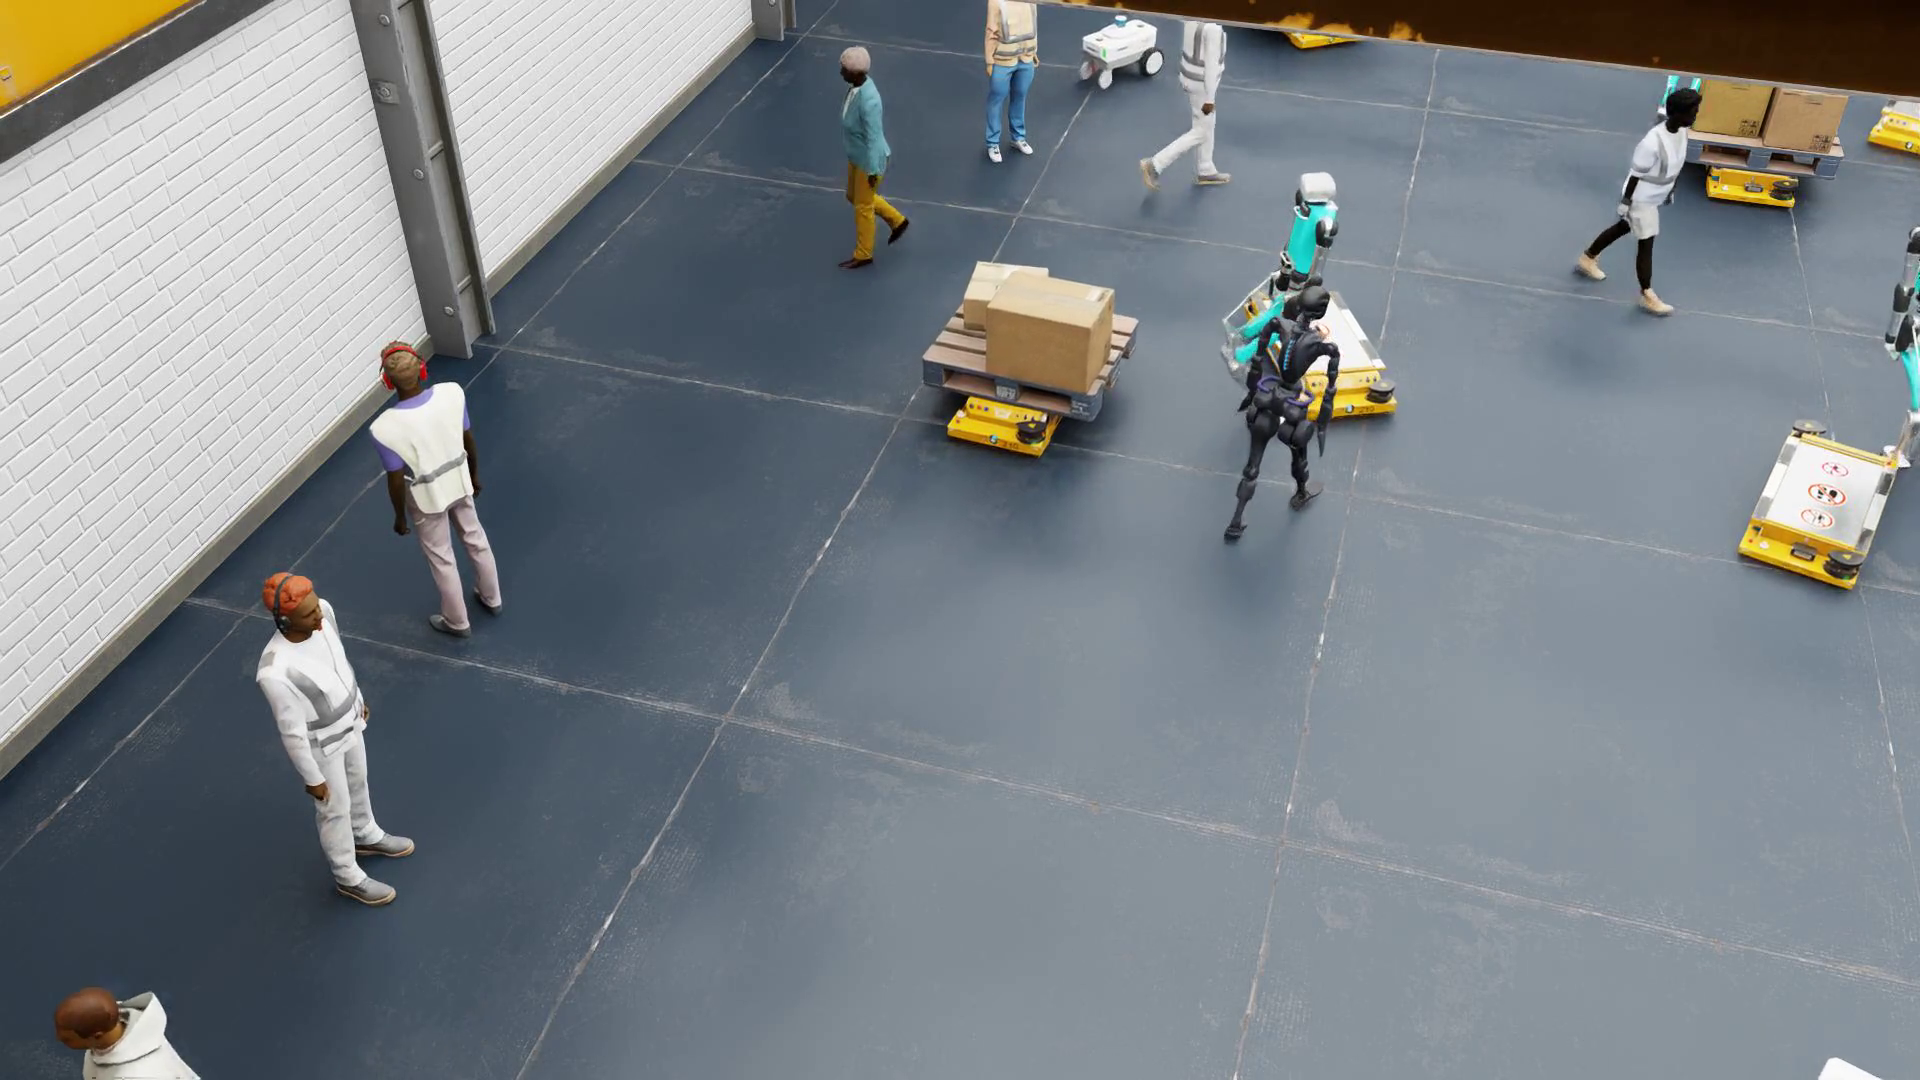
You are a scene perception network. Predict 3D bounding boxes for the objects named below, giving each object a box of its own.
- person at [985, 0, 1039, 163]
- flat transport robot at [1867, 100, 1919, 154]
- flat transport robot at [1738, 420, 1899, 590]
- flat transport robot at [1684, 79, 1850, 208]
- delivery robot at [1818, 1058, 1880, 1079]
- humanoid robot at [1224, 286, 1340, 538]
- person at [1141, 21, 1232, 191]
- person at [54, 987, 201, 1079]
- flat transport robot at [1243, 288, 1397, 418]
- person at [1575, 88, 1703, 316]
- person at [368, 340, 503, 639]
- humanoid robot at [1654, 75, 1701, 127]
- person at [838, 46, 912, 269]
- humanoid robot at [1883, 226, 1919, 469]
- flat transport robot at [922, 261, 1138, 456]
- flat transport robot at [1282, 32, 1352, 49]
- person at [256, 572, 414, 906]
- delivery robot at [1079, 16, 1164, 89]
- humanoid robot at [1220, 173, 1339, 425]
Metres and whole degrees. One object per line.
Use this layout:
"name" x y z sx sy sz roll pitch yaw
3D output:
"person" 0.423 -4.017 13.834 0.496 1.725 0.369 -19 43 -22
"flat transport robot" 8.553 -3.765 14.687 0.659 0.231 1.431 24 45 27
"flat transport robot" 5.344 -0.241 10.304 0.659 0.231 1.431 22 44 25
"flat transport robot" 6.638 -3.228 14.019 0.659 0.231 1.431 11 40 13
"delivery robot" 3.800 2.451 6.719 0.783 0.584 0.499 25 45 28
"humanoid robot" 1.926 -0.782 9.893 0.611 1.625 0.795 27 46 30
"person" 1.869 -3.647 13.274 0.767 1.862 0.581 -7 39 -9
"person" -2.919 2.187 6.096 0.441 1.752 0.547 -22 44 -25
"flat transport robot" 2.506 -1.337 11.667 0.659 0.231 1.431 -5 39 -7
"person" 4.969 -2.509 12.028 0.540 1.646 0.863 -31 48 -33
"person" -2.838 -0.241 9.049 0.392 1.841 0.562 27 46 30
"humanoid robot" 5.996 -3.960 13.652 0.533 1.677 0.735 20 43 23
"person" -0.663 -2.837 12.364 0.527 1.736 0.539 -11 40 -14
"humanoid robot" 6.052 -1.148 10.320 0.545 1.837 0.796 1 39 2
"flat transport robot" 0.476 -1.091 11.361 0.659 0.231 1.431 14 41 17
"flat transport robot" 3.329 -5.274 16.564 0.659 0.231 1.431 -14 41 -16
"person" -2.878 0.893 7.605 0.337 1.882 0.581 3 39 4
"delivery robot" 1.495 -4.563 15.466 0.809 0.611 0.499 -27 46 -29
"humanoid robot" 1.966 -1.531 10.649 0.731 1.686 0.532 -5 39 -6
